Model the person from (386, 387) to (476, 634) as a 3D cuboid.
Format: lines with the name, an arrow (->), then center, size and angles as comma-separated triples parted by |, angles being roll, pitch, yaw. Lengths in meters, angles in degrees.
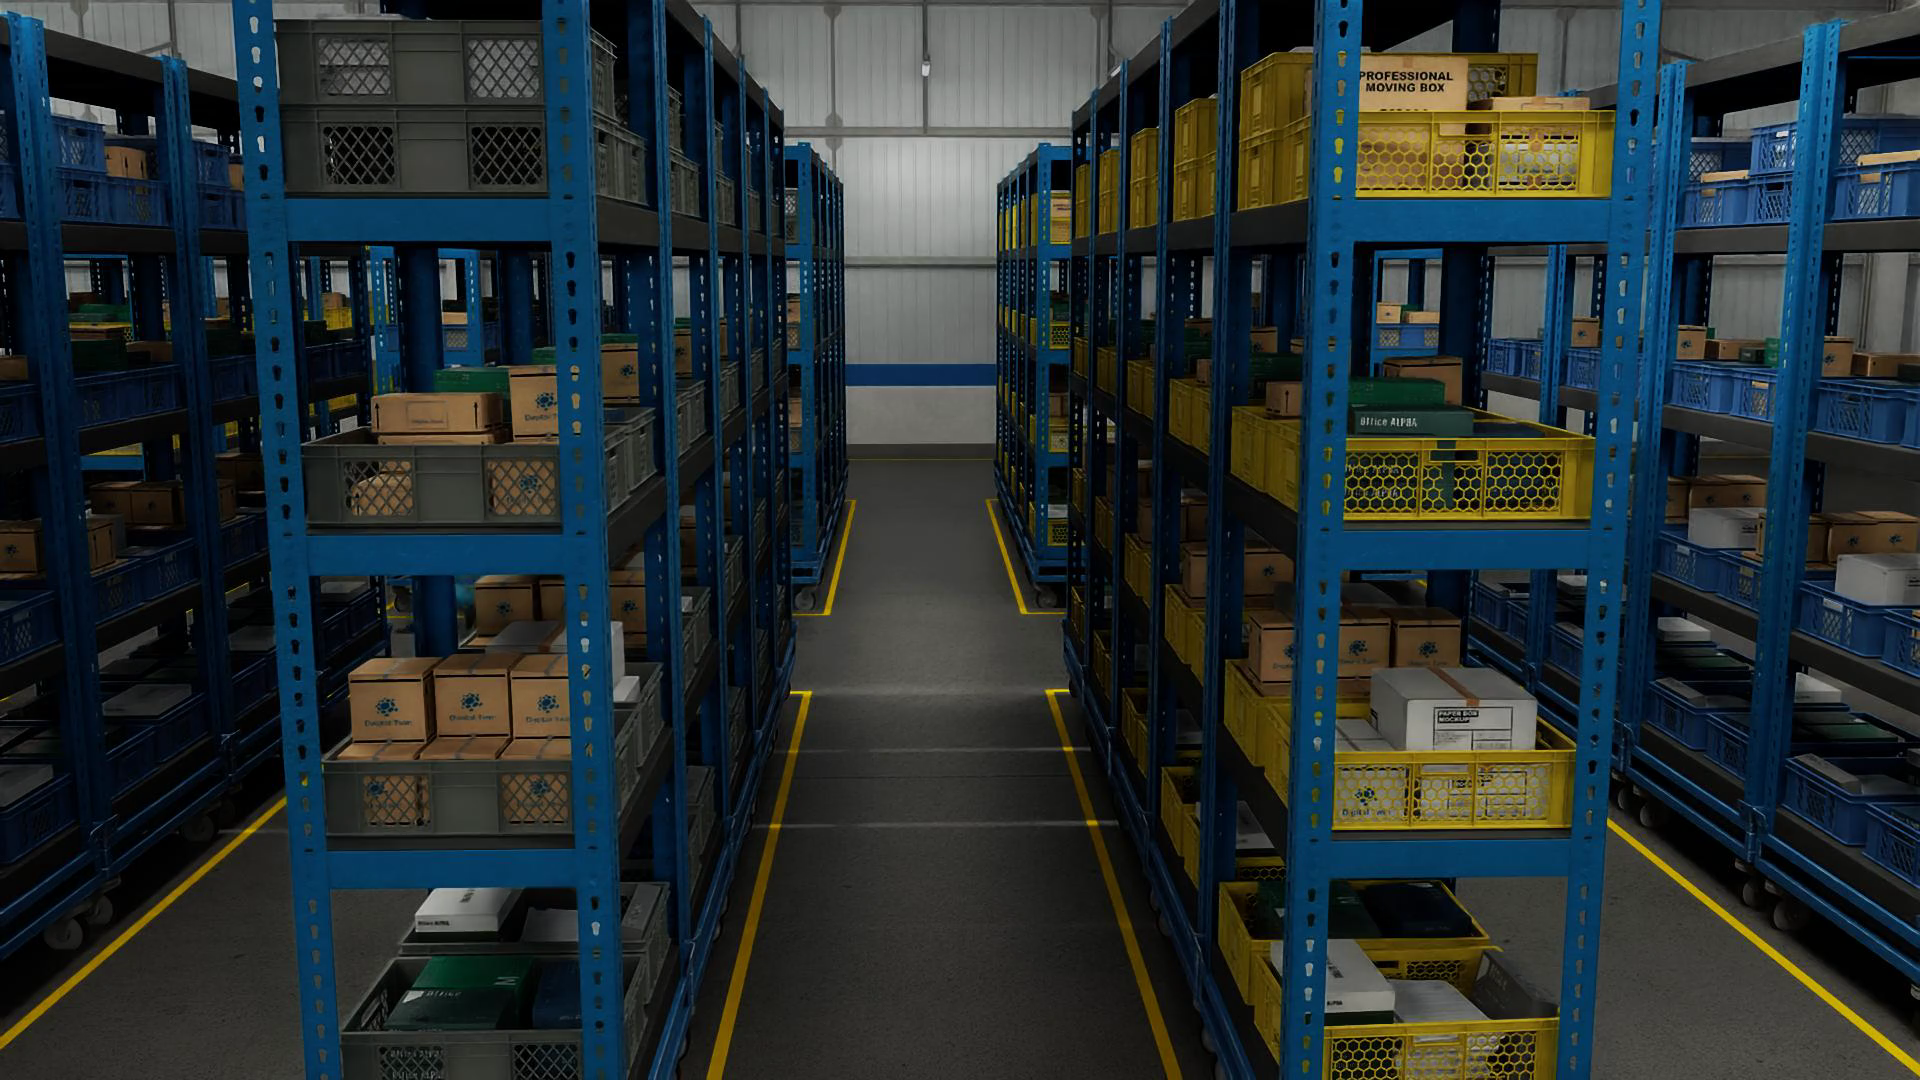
person -> -3.813, -0.196, 12.036 | 0.635, 1.833, 0.582 | 0, 9, -1
